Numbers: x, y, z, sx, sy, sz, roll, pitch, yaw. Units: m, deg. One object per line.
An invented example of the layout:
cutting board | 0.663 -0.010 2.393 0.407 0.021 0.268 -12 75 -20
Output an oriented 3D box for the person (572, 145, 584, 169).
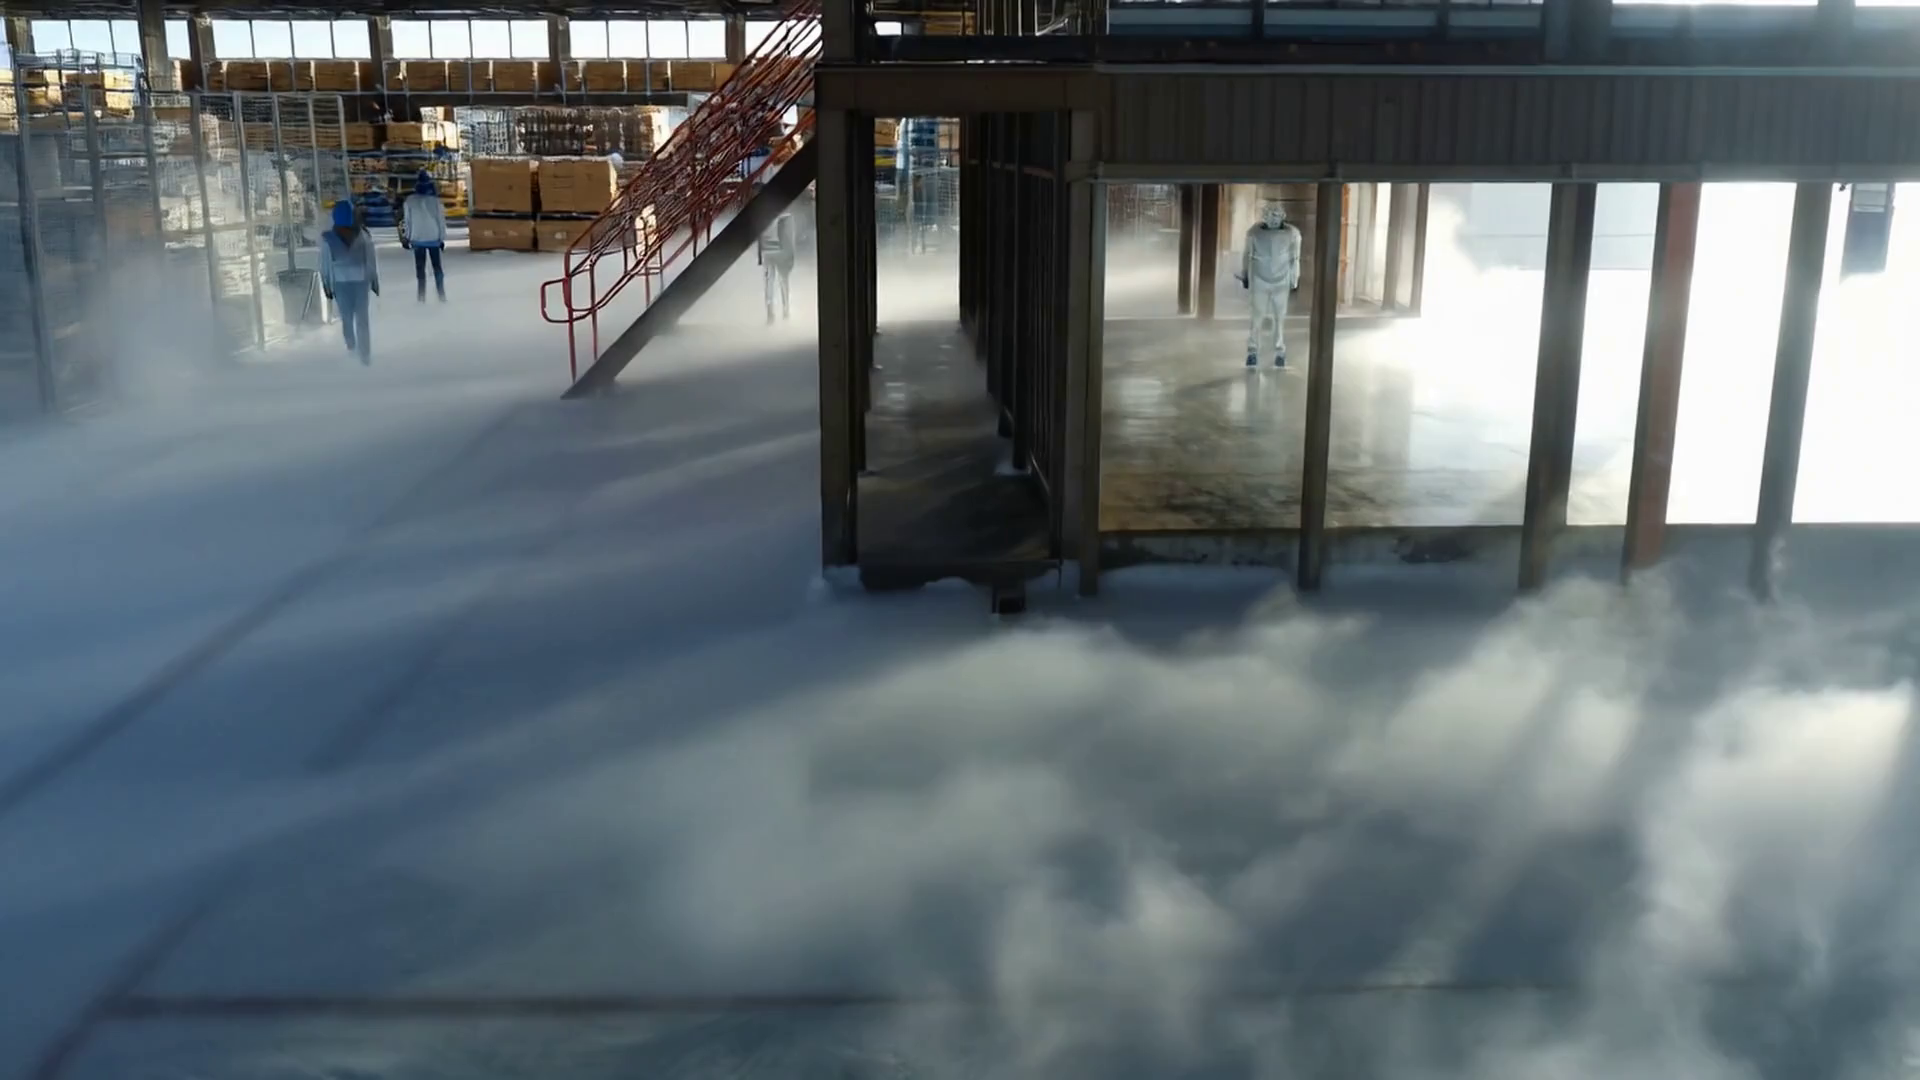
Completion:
person | -13.307 -12.672 57.739 0.689 2.022 0.613 -2 14 -10

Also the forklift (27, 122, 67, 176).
forklift | -35.376 -14.773 64.377 1.129 2.768 1.873 -1 14 -2

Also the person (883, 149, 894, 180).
person | -2.956 -15.486 69.568 0.549 1.713 0.895 -8 16 -30

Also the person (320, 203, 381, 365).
person | -7.037 -2.959 19.248 0.637 1.864 1.032 -5 15 -19

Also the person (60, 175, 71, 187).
person | -17.973 -6.463 33.496 0.514 1.726 0.430 5 15 19

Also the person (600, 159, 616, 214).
person | -9.622 -9.488 45.398 0.586 1.825 0.403 13 19 41

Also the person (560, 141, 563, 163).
person | -21.756 -20.915 91.039 0.390 1.839 0.564 -3 14 -12

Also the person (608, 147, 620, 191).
person | -13.166 -13.972 63.190 0.445 1.892 0.701 10 17 34

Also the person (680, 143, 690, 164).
person | -13.876 -19.221 84.287 0.591 1.830 0.403 -5 15 -20

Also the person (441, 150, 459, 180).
person | -16.364 -11.556 53.475 0.561 1.916 0.521 4 15 14

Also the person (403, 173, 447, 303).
person | -8.327 -4.706 25.936 0.622 1.994 0.381 -6 15 -22

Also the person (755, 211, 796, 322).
person | -2.606 -4.009 23.460 0.583 1.850 0.922 1 14 2
